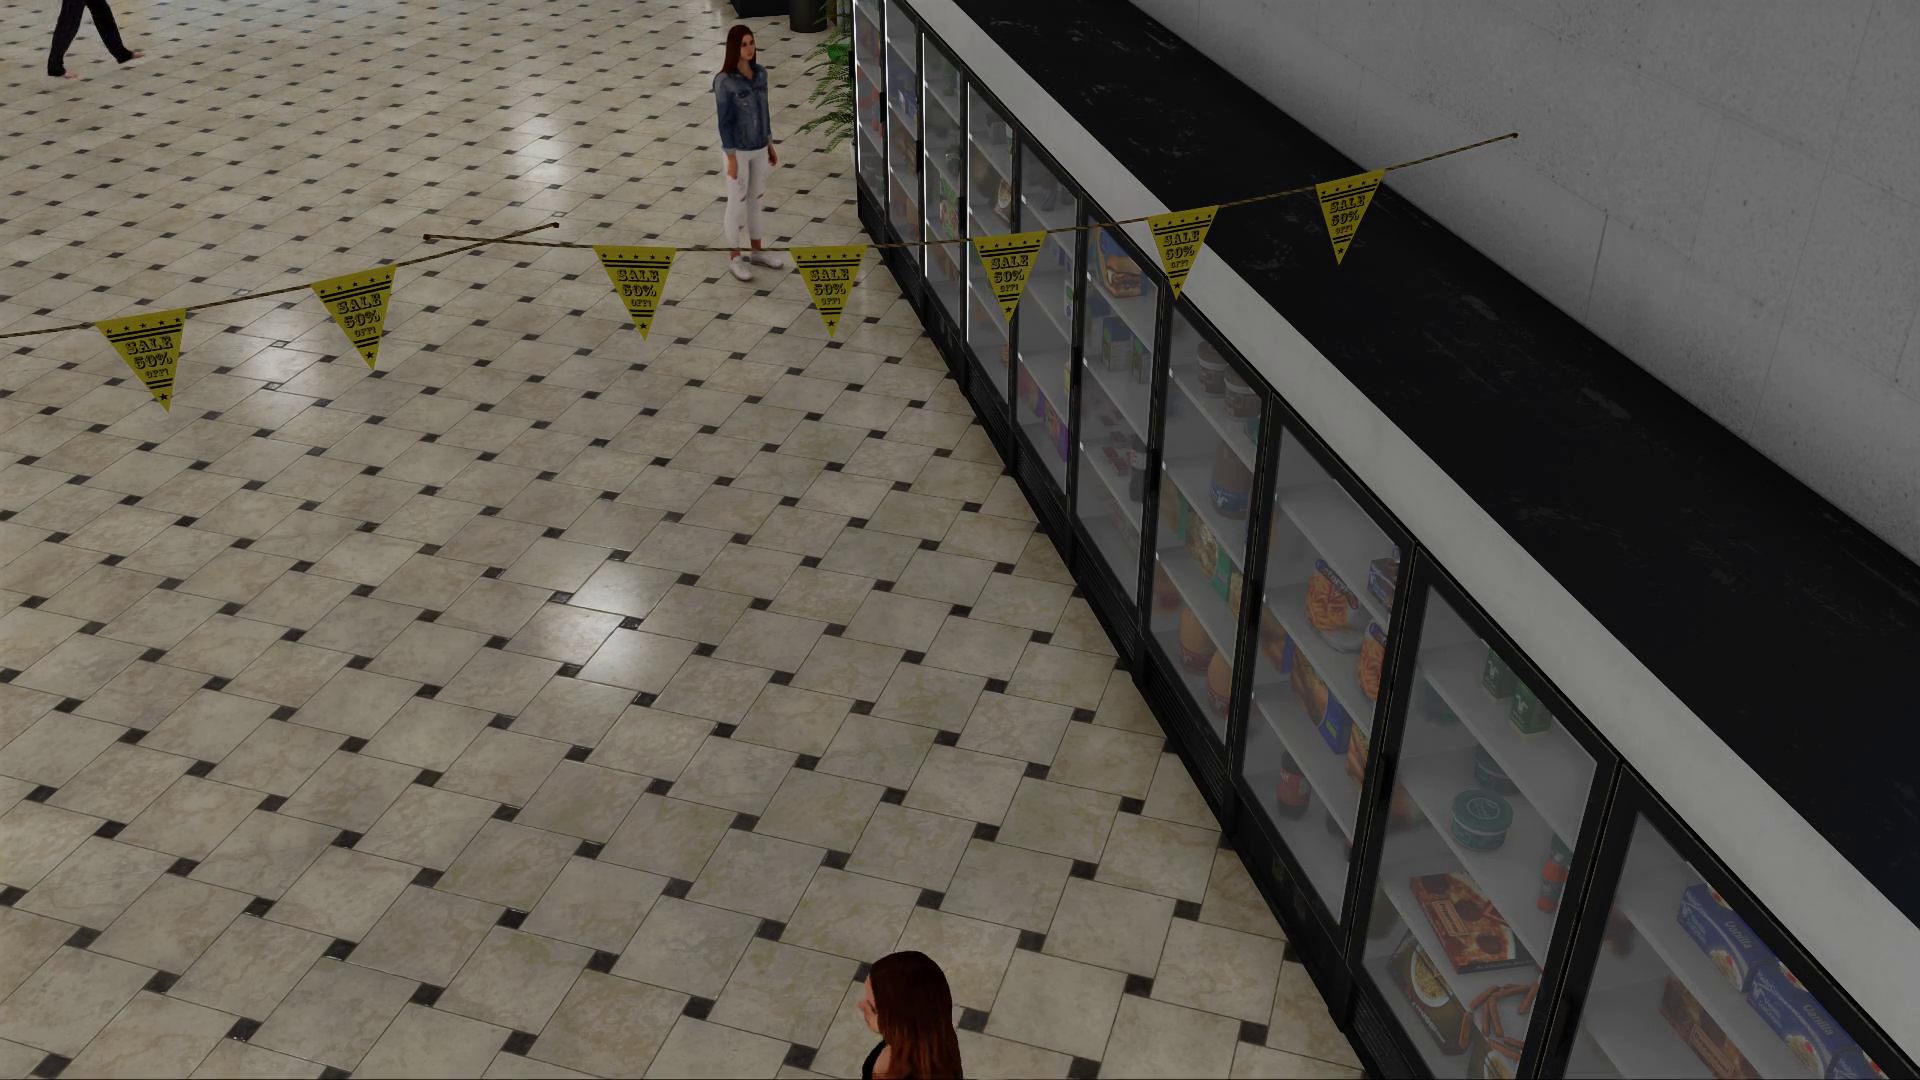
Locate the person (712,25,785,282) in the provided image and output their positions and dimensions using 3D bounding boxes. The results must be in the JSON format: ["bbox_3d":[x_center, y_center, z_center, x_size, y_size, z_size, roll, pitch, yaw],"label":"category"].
[{"bbox_3d":[-1.464,-2.635,11.273,0.749,1.702,0.643,25,40,34],"label":"person"}]

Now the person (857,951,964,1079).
[{"bbox_3d":[0.020,1.715,4.298,1.221,1.684,0.716,-3,32,-4],"label":"person"}]

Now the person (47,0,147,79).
[{"bbox_3d":[-8.140,-5.087,15.104,1.142,1.818,1.302,21,38,30],"label":"person"}]
